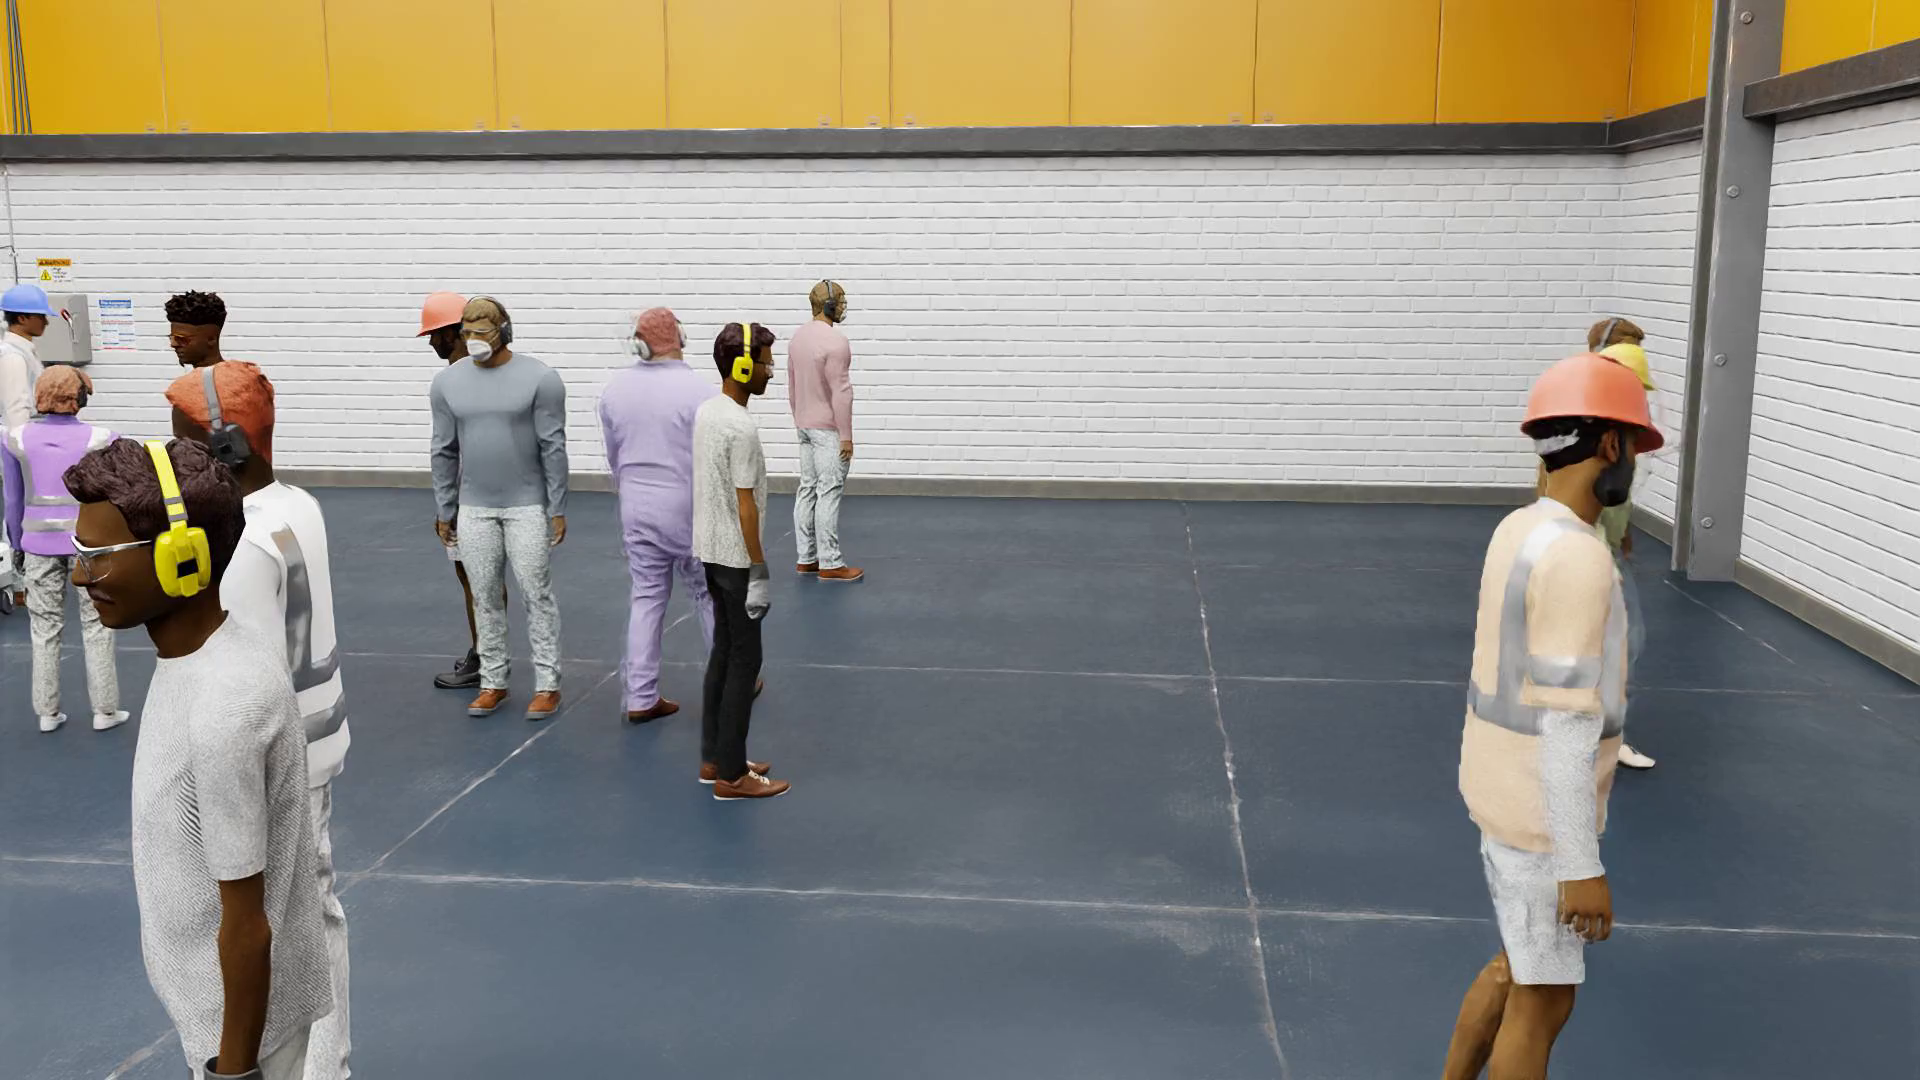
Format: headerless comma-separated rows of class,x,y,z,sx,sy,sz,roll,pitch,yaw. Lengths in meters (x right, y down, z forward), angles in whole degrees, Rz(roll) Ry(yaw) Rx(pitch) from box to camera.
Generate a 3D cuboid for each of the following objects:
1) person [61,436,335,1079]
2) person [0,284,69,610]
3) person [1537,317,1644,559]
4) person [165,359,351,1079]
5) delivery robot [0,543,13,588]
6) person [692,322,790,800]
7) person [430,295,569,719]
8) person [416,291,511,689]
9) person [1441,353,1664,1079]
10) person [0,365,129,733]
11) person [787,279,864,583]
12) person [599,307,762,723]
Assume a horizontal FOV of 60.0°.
person,-1.143,0.765,2.579,0.326,1.857,0.514,-4,11,-24
person,-5.548,-0.551,9.910,0.431,1.932,0.610,-4,11,-21
person,2.788,-0.081,7.519,0.562,1.826,0.437,-5,11,-25
person,-1.593,0.532,3.820,0.356,1.883,0.572,-2,10,-12
delivery robot,-5.676,0.173,9.402,0.477,0.478,0.707,-1,10,-7
person,-0.864,0.088,6.452,0.333,1.855,0.531,-5,11,-27
person,-2.086,-0.145,7.574,0.638,1.929,0.374,1,10,5
person,-2.416,-0.237,8.092,0.371,1.928,0.543,1,10,5
person,1.213,0.579,3.525,0.444,1.903,0.607,2,10,10
person,-3.906,0.046,7.320,0.527,1.631,0.321,-2,10,-12
person,-0.876,-0.695,10.685,0.354,1.937,0.635,-7,12,-34
person,-1.259,-0.121,7.594,0.661,1.867,0.759,4,11,23
